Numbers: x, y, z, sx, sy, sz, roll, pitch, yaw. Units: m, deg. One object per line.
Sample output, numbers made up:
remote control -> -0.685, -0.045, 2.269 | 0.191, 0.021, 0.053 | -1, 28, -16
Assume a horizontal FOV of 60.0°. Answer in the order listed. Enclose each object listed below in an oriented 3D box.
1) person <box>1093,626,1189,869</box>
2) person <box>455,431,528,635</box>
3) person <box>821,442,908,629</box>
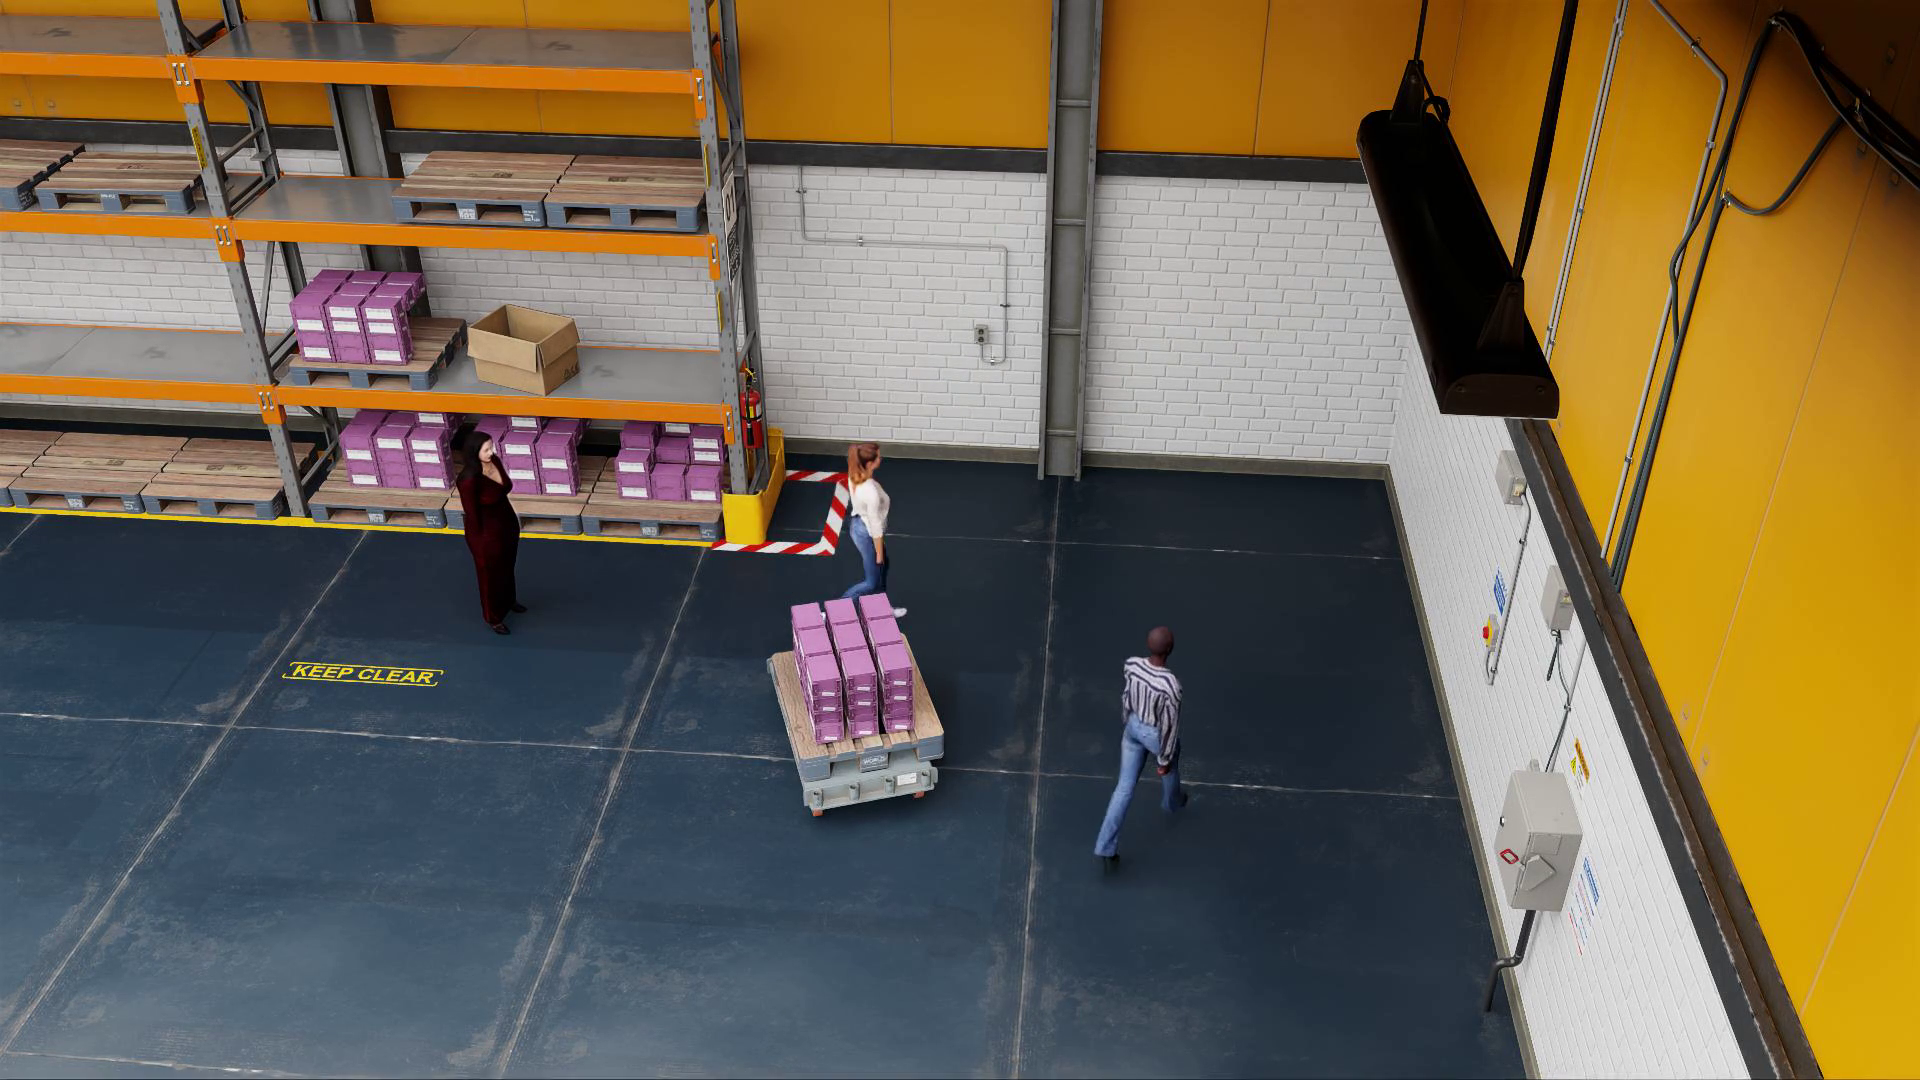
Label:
person -> 1.169, 1.375, 10.789 | 1.245, 1.738, 1.193 | 26, 41, 33
person -> -3.667, -0.081, 12.967 | 0.636, 1.753, 0.689 | 7, 34, 11
person -> -0.789, 0.020, 12.864 | 1.109, 1.697, 0.897 | -12, 36, -18
